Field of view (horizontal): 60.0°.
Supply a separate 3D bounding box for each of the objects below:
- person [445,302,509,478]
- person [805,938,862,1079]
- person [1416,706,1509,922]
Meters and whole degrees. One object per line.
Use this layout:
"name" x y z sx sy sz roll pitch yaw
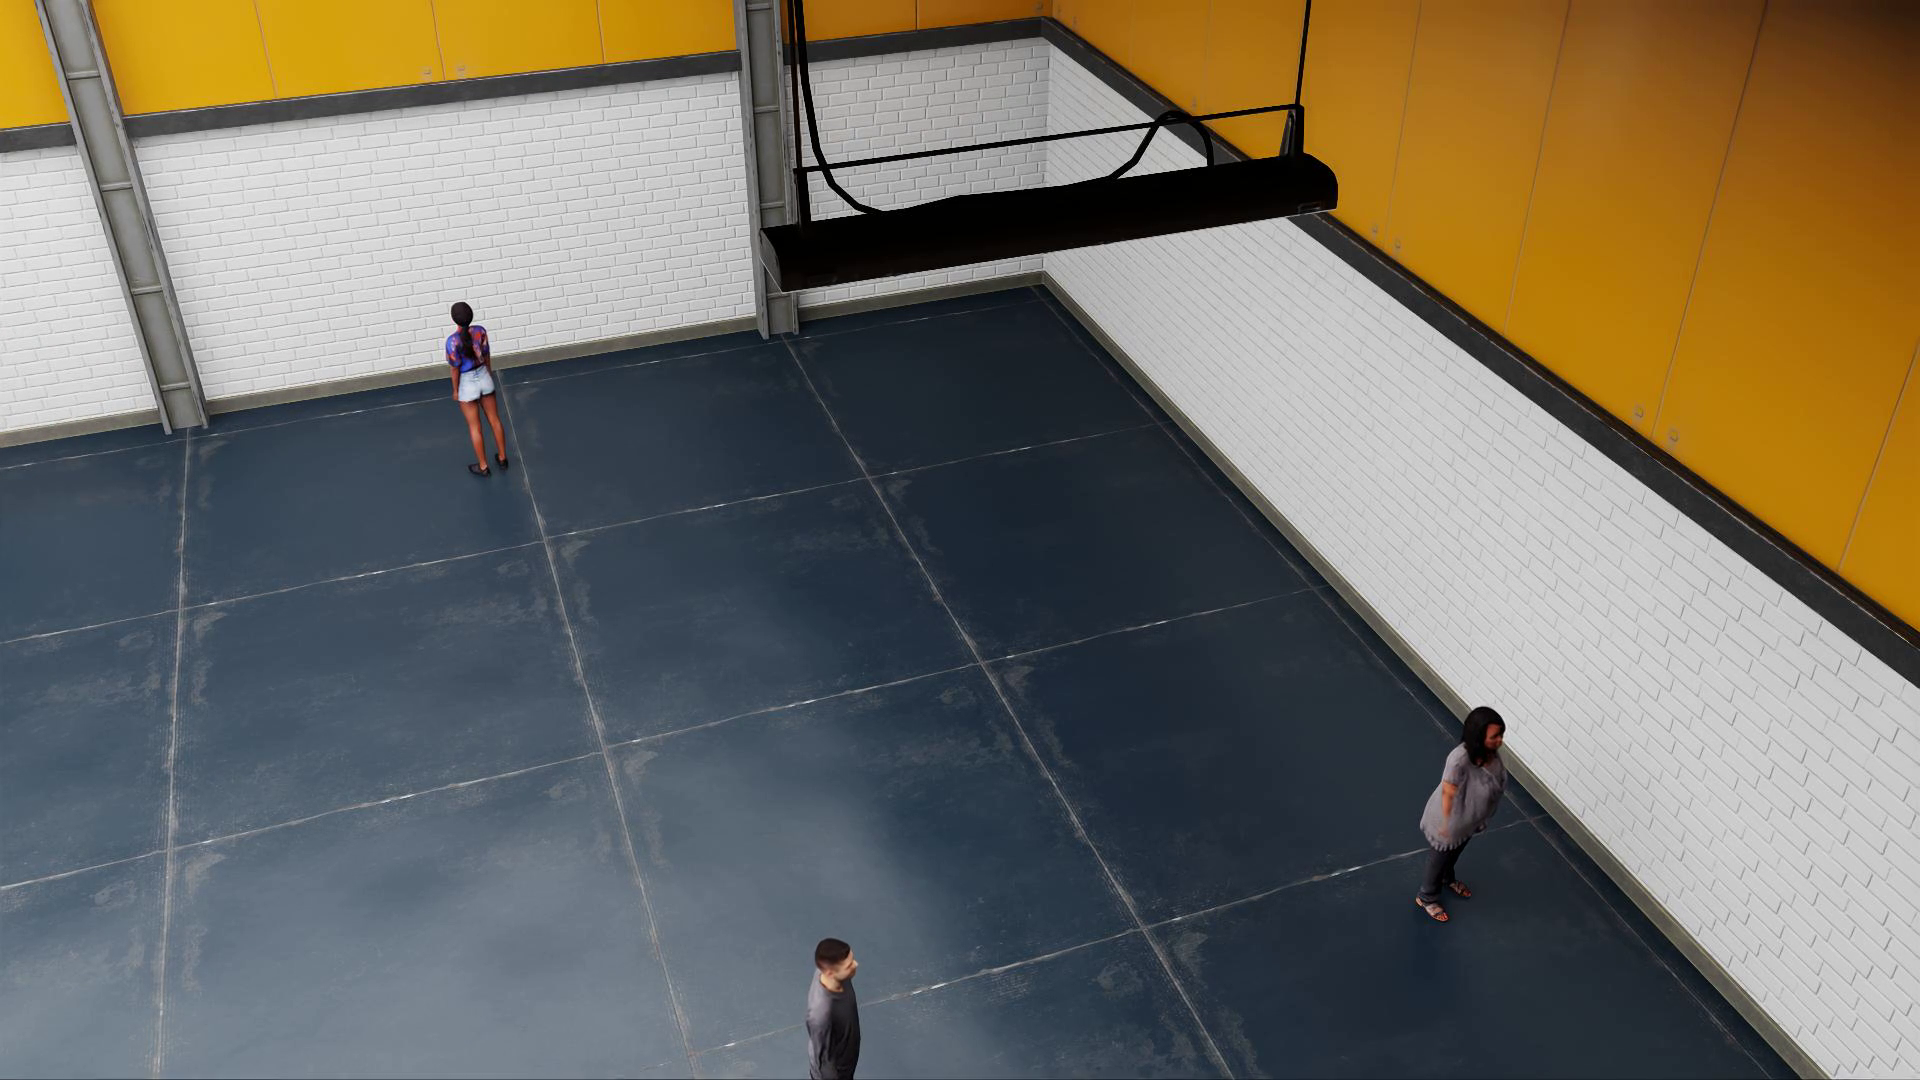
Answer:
"person" -4.426 -1.392 15.195 0.593 1.741 0.721 -29 43 -36
"person" -0.683 2.780 8.902 0.651 1.759 0.679 2 34 2
"person" 3.205 1.704 10.655 0.813 1.610 0.735 28 43 35
